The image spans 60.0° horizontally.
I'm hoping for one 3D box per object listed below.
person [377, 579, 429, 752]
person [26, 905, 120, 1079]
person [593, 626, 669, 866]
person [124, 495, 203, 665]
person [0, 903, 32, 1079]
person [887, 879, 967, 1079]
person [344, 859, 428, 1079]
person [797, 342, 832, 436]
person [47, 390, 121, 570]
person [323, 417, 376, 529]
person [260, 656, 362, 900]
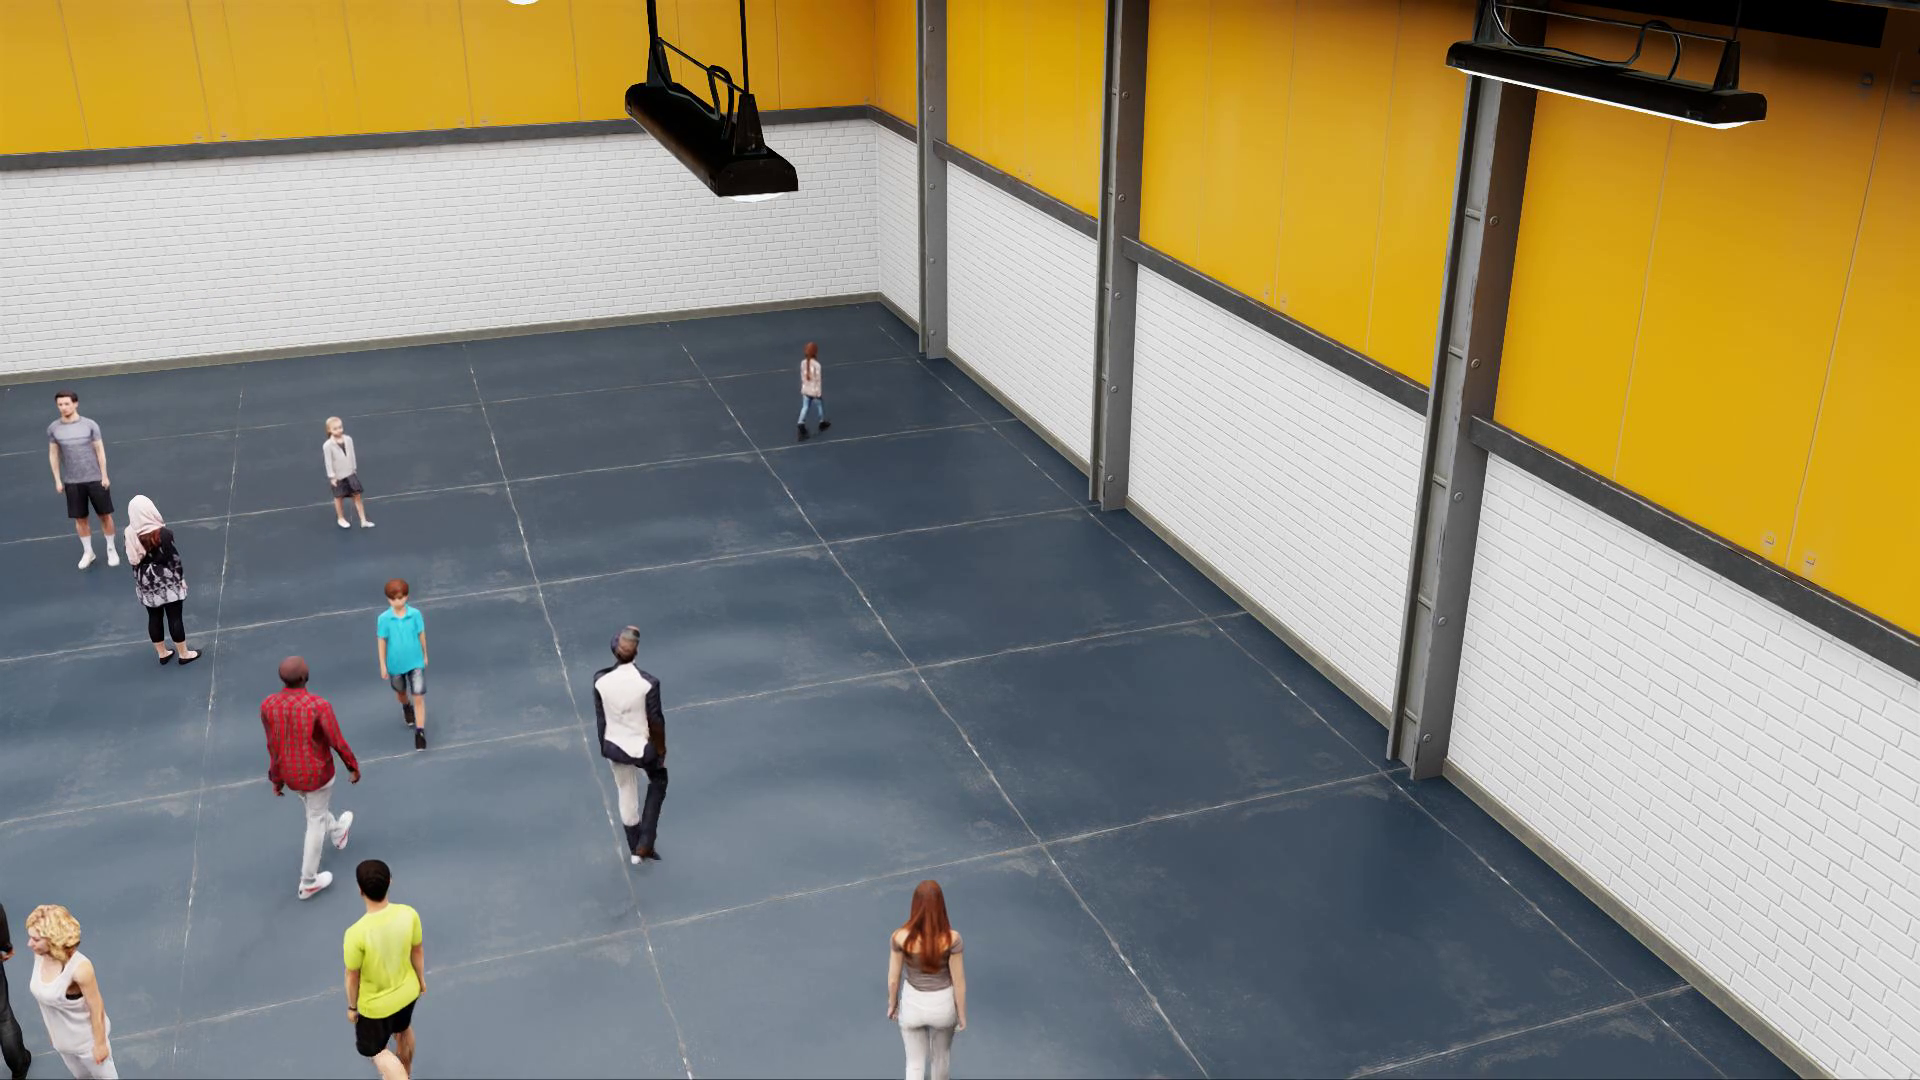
[{"bbox_3d":[-4.615,0.973,13.796,0.545,1.422,0.965,-7,25,-17],"label":"person"},{"bbox_3d":[-4.959,2.762,9.395,0.682,1.669,0.751,12,26,25],"label":"person"},{"bbox_3d":[-2.381,1.540,11.928,0.832,1.880,0.885,3,24,6],"label":"person"},{"bbox_3d":[-7.201,0.356,14.939,0.733,1.638,0.760,2,24,5],"label":"person"},{"bbox_3d":[-5.900,2.486,9.856,0.734,1.805,0.655,-17,29,-34],"label":"person"},{"bbox_3d":[-0.193,2.698,9.468,0.760,1.728,0.861,1,24,3],"label":"person"},{"bbox_3d":[-3.289,2.645,9.633,1.046,1.693,0.897,19,30,37],"label":"person"},{"bbox_3d":[-1.869,-1.845,20.551,0.819,1.174,0.839,14,27,29],"label":"person"},{"bbox_3d":[-8.910,-0.643,16.932,0.674,1.871,0.560,-6,24,-13],"label":"person"},{"bbox_3d":[-6.676,-0.729,17.898,0.838,1.256,0.704,21,31,39],"label":"person"},{"bbox_3d":[-4.630,1.690,11.699,1.061,1.787,1.243,4,24,8],"label":"person"}]
